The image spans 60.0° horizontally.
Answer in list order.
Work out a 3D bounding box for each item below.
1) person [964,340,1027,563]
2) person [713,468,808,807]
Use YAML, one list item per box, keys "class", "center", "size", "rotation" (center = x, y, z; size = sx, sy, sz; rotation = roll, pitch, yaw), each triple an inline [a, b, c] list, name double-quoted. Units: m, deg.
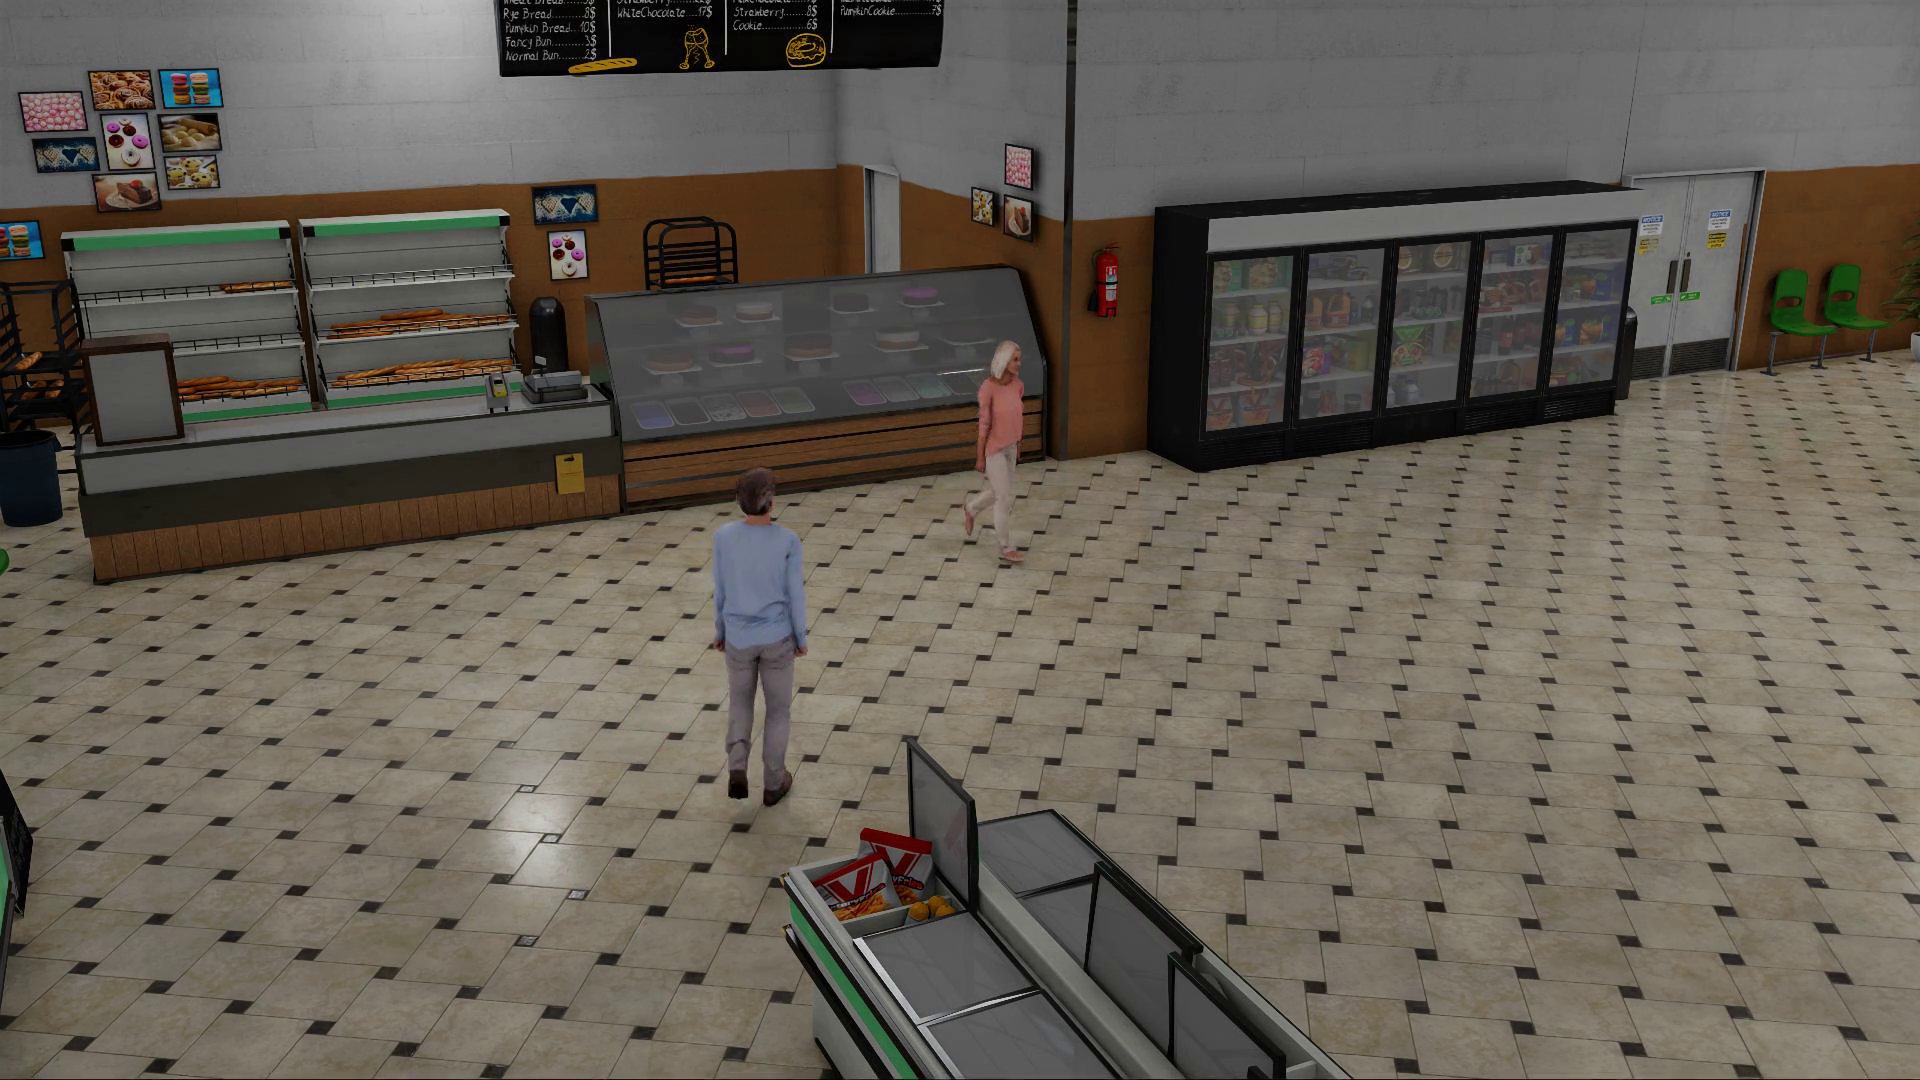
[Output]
- class: "person"
  center: [0.236, -0.702, 12.802]
  size: [0.852, 1.697, 1.090]
  rotation: [-16, 25, -40]
- class: "person"
  center: [-1.083, 0.564, 8.760]
  size: [0.895, 1.880, 0.979]
  rotation: [3, 19, 8]
